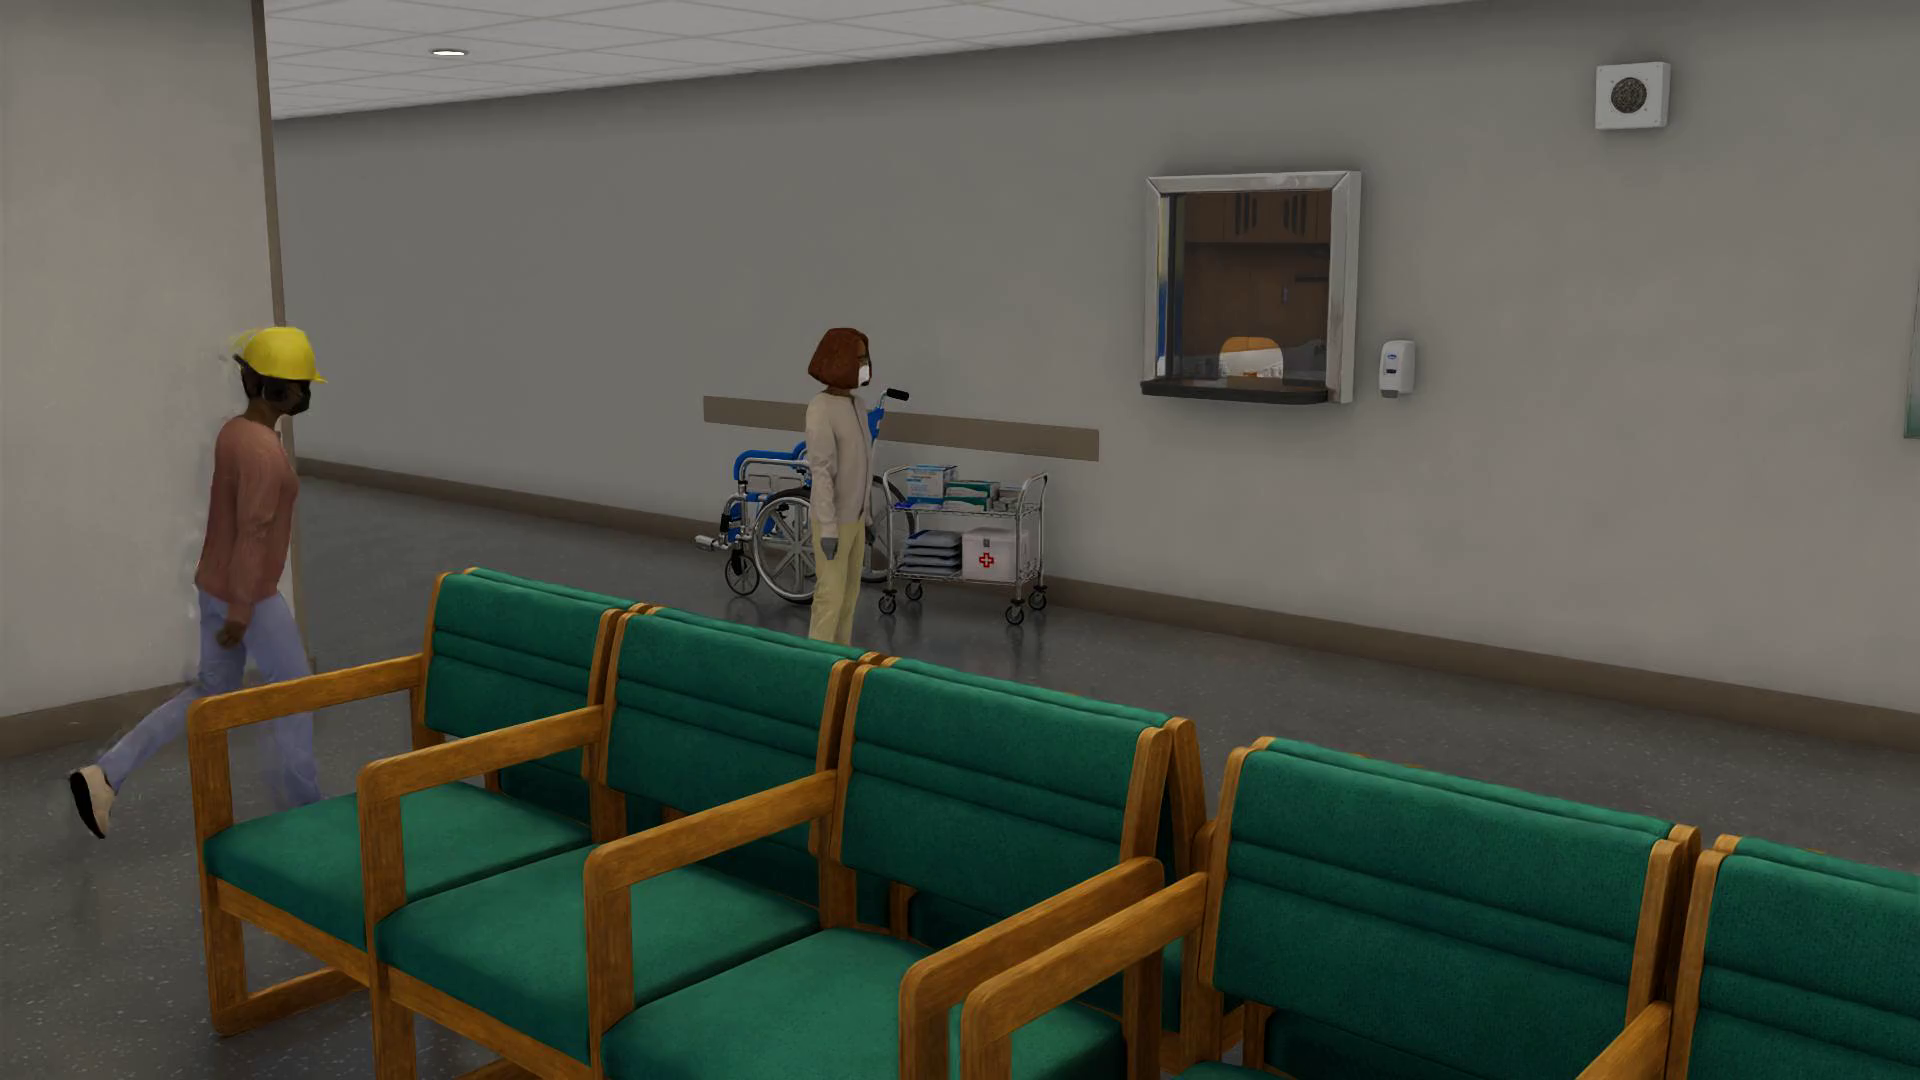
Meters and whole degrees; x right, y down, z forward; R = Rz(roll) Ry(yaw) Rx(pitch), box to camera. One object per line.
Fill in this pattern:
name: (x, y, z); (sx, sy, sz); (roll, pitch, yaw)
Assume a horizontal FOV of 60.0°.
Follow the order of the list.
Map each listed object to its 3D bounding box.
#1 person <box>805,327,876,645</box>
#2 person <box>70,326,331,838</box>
person: (-0.487, -0.068, 6.957); (0.288, 1.634, 0.499); (3, 10, 15)
person: (-2.413, 0.171, 5.375); (0.823, 1.719, 0.544); (-7, 12, -36)
